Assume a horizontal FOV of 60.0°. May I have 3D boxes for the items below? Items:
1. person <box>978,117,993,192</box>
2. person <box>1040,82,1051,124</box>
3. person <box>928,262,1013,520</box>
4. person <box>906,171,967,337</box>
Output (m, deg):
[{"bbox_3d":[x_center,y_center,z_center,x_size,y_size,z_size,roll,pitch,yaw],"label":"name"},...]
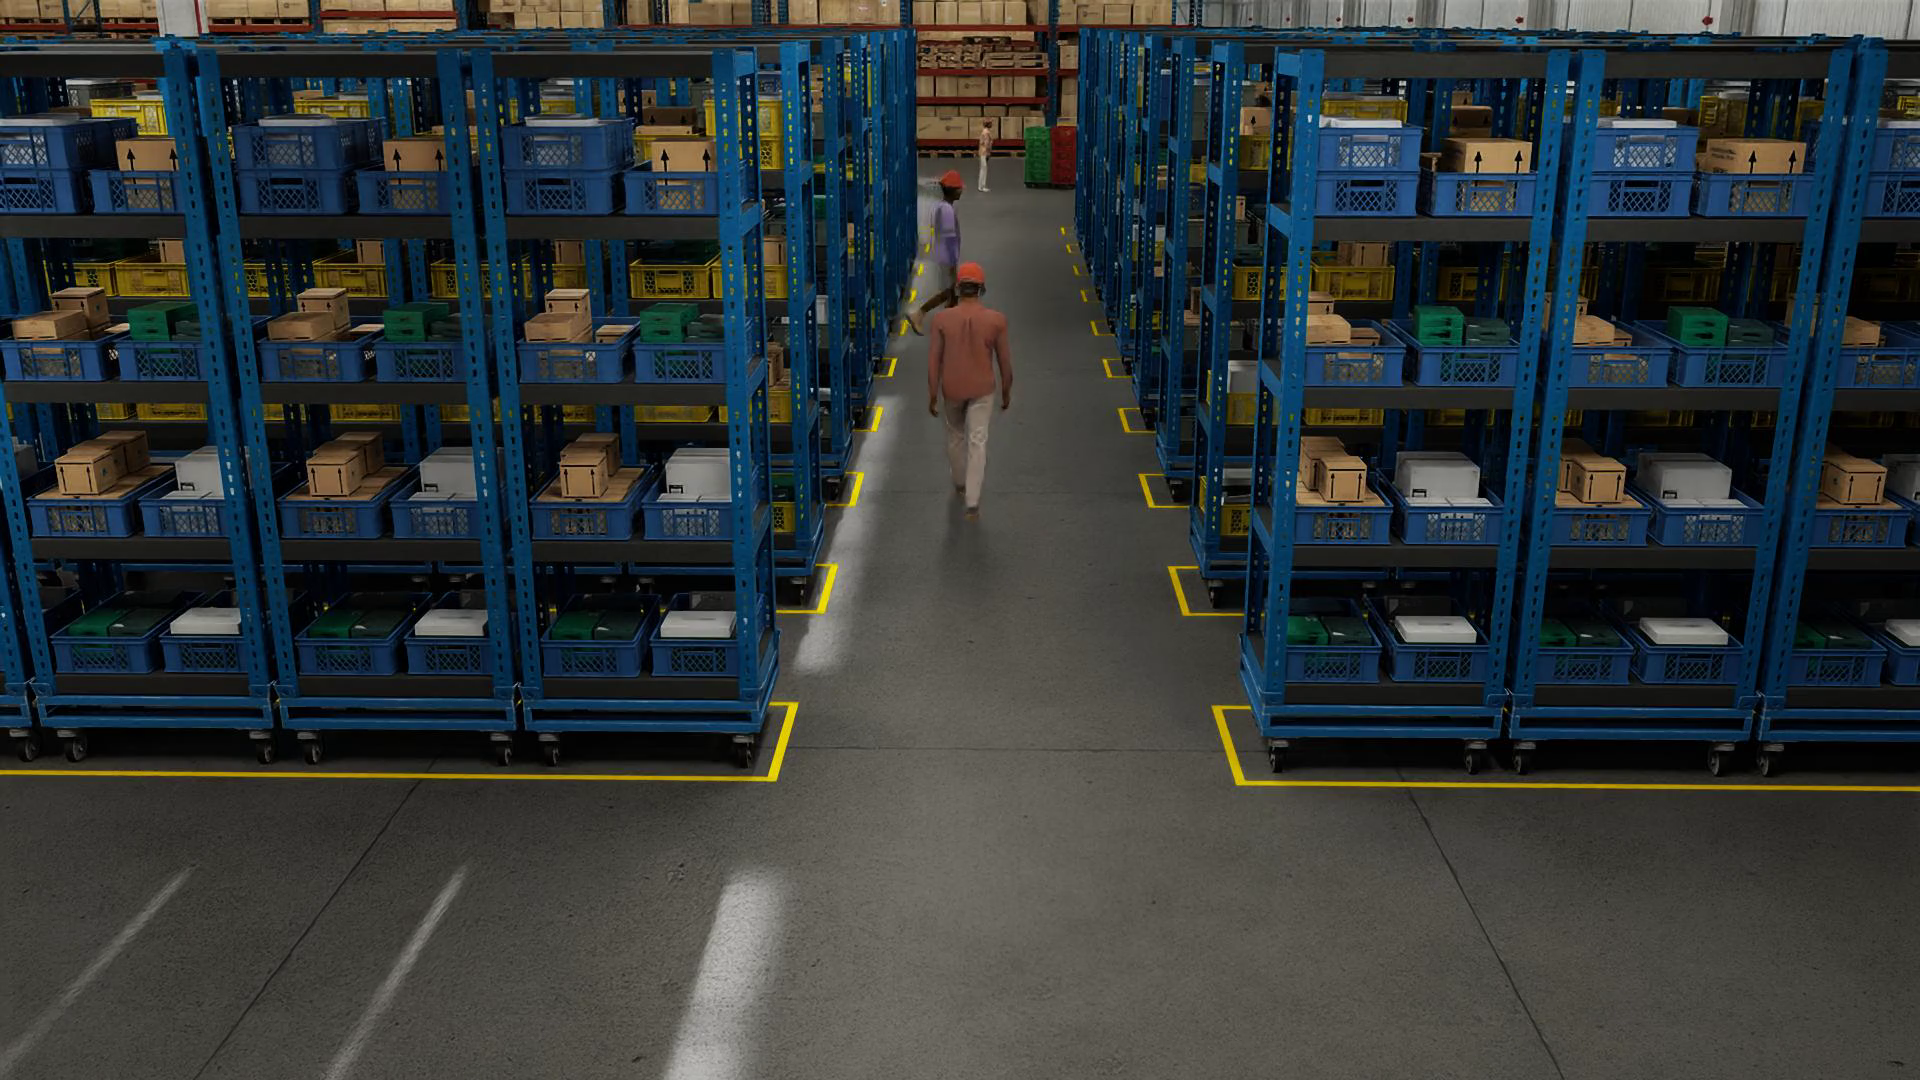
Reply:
[{"bbox_3d":[0.583,-8.587,37.077,0.325,1.627,0.528,-1,17,-2],"label":"person"},{"bbox_3d":[2.679,-13.185,51.295,0.947,1.903,0.646,9,20,27],"label":"person"},{"bbox_3d":[0.086,-1.194,12.980,0.657,1.936,1.024,1,17,2],"label":"person"},{"bbox_3d":[-0.227,-3.381,19.856,0.761,2.017,0.609,-2,17,-5],"label":"person"}]
